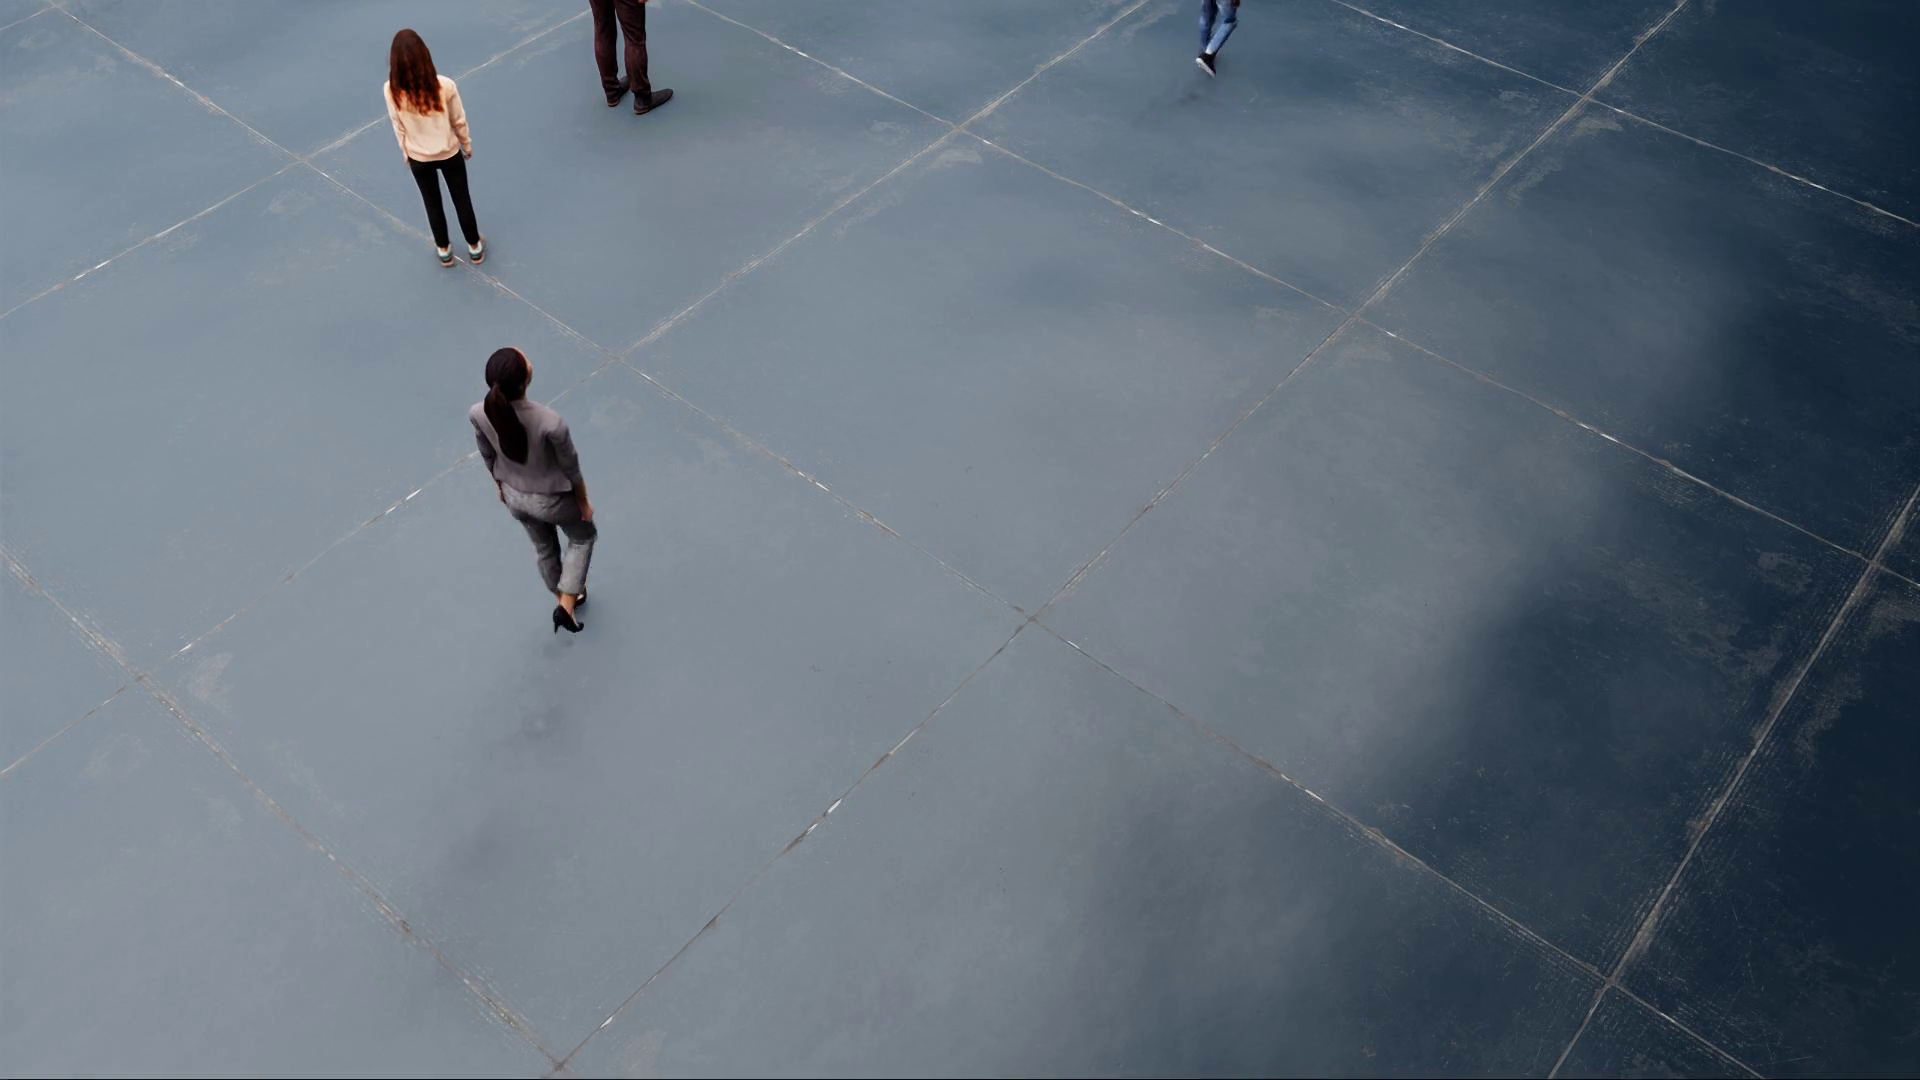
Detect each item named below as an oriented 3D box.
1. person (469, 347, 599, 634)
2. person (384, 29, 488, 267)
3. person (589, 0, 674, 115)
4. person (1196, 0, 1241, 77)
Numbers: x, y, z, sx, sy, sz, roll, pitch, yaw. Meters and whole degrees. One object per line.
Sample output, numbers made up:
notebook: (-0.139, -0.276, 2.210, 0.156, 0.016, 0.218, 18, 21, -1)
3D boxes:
person: (-1.894, -0.133, 7.433, 0.759, 1.669, 0.807, 10, 48, 9)
person: (-3.001, -2.218, 9.486, 0.613, 1.484, 0.695, -9, 48, -8)
person: (-2.203, -3.576, 10.483, 0.742, 1.864, 0.670, 20, 50, 17)
person: (1.682, -3.638, 10.962, 0.500, 1.245, 0.610, 31, 54, 25)
